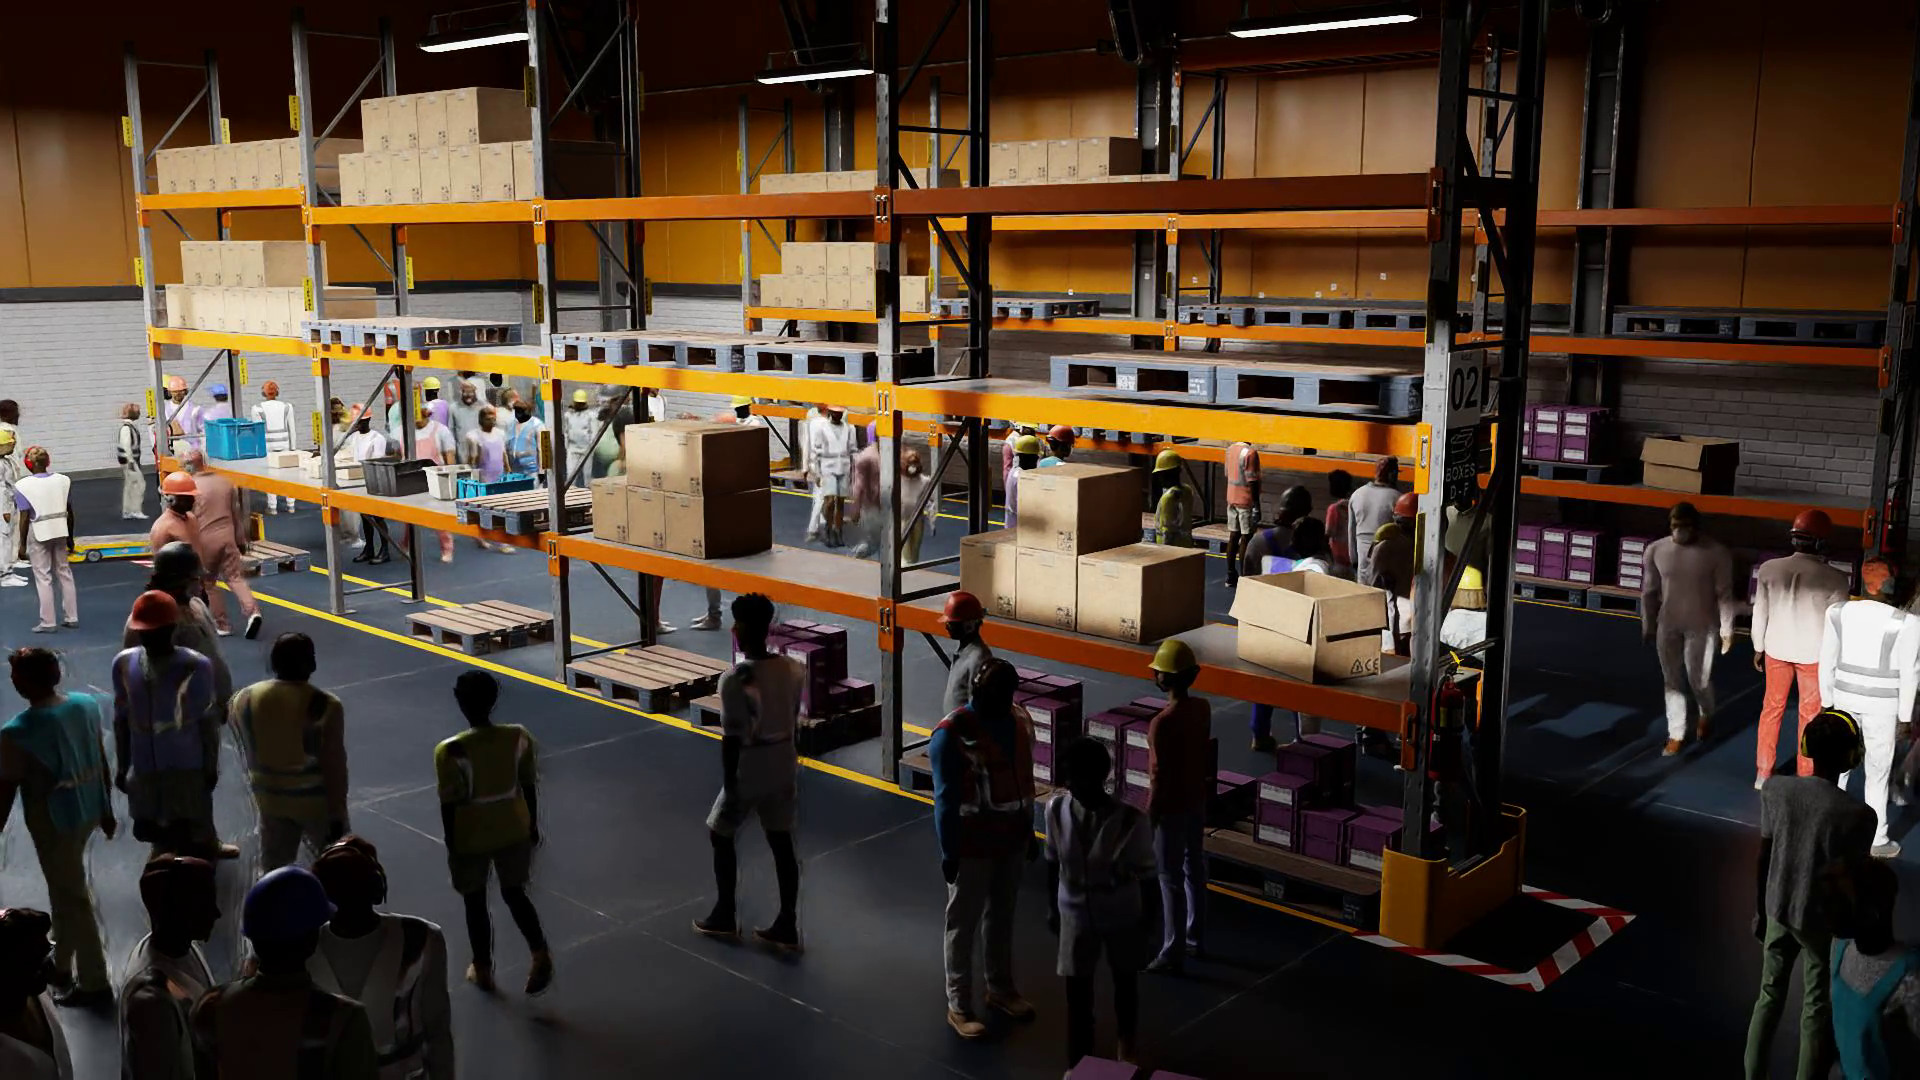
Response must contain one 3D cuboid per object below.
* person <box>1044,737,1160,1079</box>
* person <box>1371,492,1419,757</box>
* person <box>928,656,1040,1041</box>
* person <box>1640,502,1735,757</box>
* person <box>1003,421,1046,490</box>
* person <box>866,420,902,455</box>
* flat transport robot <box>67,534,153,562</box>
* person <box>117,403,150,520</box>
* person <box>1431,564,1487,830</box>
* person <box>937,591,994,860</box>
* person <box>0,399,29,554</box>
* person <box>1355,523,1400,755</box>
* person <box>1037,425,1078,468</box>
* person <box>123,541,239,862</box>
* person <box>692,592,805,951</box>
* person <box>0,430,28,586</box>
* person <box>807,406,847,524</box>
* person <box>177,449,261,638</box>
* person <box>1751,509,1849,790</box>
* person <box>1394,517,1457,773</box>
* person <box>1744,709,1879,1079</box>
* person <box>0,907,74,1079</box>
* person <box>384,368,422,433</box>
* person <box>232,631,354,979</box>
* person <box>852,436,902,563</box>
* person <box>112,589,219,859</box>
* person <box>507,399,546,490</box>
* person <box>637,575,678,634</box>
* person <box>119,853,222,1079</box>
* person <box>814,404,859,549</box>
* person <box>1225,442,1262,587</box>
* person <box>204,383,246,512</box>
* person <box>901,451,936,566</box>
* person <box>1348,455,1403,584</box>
[{"bbox_3d":[0.586,1.678,7.281,0.561,1.637,0.824,4,11,23],"label":"person"},{"bbox_3d":[3.303,0.619,12.358,0.616,1.986,0.407,-6,12,-31],"label":"person"},{"bbox_3d":[0.149,1.460,8.021,0.621,1.838,0.429,-9,13,-42],"label":"person"},{"bbox_3d":[5.402,0.652,12.375,0.667,1.911,0.529,8,13,38],"label":"person"},{"bbox_3d":[0.790,-0.632,19.892,0.591,1.824,0.404,-6,12,-30],"label":"person"},{"bbox_3d":[-0.927,-0.915,21.214,0.390,1.923,0.549,10,14,44],"label":"person"},{"bbox_3d":[-10.184,0.075,20.270,1.431,0.197,0.652,-4,11,-23],"label":"flat transport robot"},{"bbox_3d":[-11.378,-1.079,22.957,0.487,1.617,0.538,-3,10,-17],"label":"person"},{"bbox_3d":[3.261,1.018,10.806,0.486,1.737,0.323,-1,10,-8],"label":"person"},{"bbox_3d":[0.041,1.163,9.963,0.351,1.743,0.570,-2,10,-10],"label":"person"},{"bbox_3d":[-11.693,-0.779,20.459,0.388,1.914,0.598,-9,14,-43],"label":"person"},{"bbox_3d":[3.160,0.733,12.419,0.320,1.738,0.487,0,10,2],"label":"person"},{"bbox_3d":[0.983,-0.145,16.540,0.403,2.035,0.605,-5,11,-25],"label":"person"},{"bbox_3d":[-4.664,0.996,10.059,0.535,2.000,0.713,1,10,8],"label":"person"},{"bbox_3d":[-1.165,1.235,8.999,0.799,1.933,0.630,8,13,37],"label":"person"},{"bbox_3d":[-10.628,-0.358,18.552,0.294,1.745,0.492,-5,11,-27],"label":"person"},{"bbox_3d":[-1.808,-1.175,22.702,0.589,1.913,0.393,-5,11,-27],"label":"person"},{"bbox_3d":[-7.065,0.055,15.913,0.743,1.864,0.739,4,11,21],"label":"person"},{"bbox_3d":[5.774,0.775,11.438,0.385,1.993,0.624,-9,13,-41],"label":"person"},{"bbox_3d":[3.375,0.730,11.911,0.392,1.919,0.591,5,11,28],"label":"person"},{"bbox_3d":[3.584,1.627,7.026,0.326,1.861,0.499,-7,12,-35],"label":"person"},{"bbox_3d":[-2.868,1.990,5.033,0.386,1.838,0.566,-2,10,-10],"label":"person"},{"bbox_3d":[-9.036,-1.964,27.008,0.617,1.963,0.361,-7,12,-34],"label":"person"},{"bbox_3d":[-3.460,1.372,8.644,0.619,1.811,0.892,1,10,4],"label":"person"},{"bbox_3d":[-0.935,-0.348,18.049,0.597,1.907,0.671,10,14,43],"label":"person"},{"bbox_3d":[-4.385,1.198,9.249,0.558,1.925,0.629,0,10,1],"label":"person"},{"bbox_3d":[-5.581,-0.905,21.408,0.631,1.836,0.429,5,11,27],"label":"person"},{"bbox_3d":[-3.008,-0.025,16.218,0.405,1.909,0.597,-6,12,-31],"label":"person"},{"bbox_3d":[-2.489,1.910,5.365,0.369,1.879,0.584,-3,11,-19],"label":"person"},{"bbox_3d":[-1.502,-0.841,20.777,0.559,1.918,0.611,-4,11,-22],"label":"person"},{"bbox_3d":[3.130,-0.420,18.274,0.367,1.966,0.606,-4,11,-20],"label":"person"},{"bbox_3d":[-10.171,-1.220,23.047,0.630,1.891,0.993,-4,11,-20],"label":"person"},{"bbox_3d":[-0.513,-0.155,17.825,0.509,1.587,0.772,-2,10,-13],"label":"person"},{"bbox_3d":[3.819,0.184,15.032,0.402,1.906,0.652,-8,13,-38],"label":"person"}]
